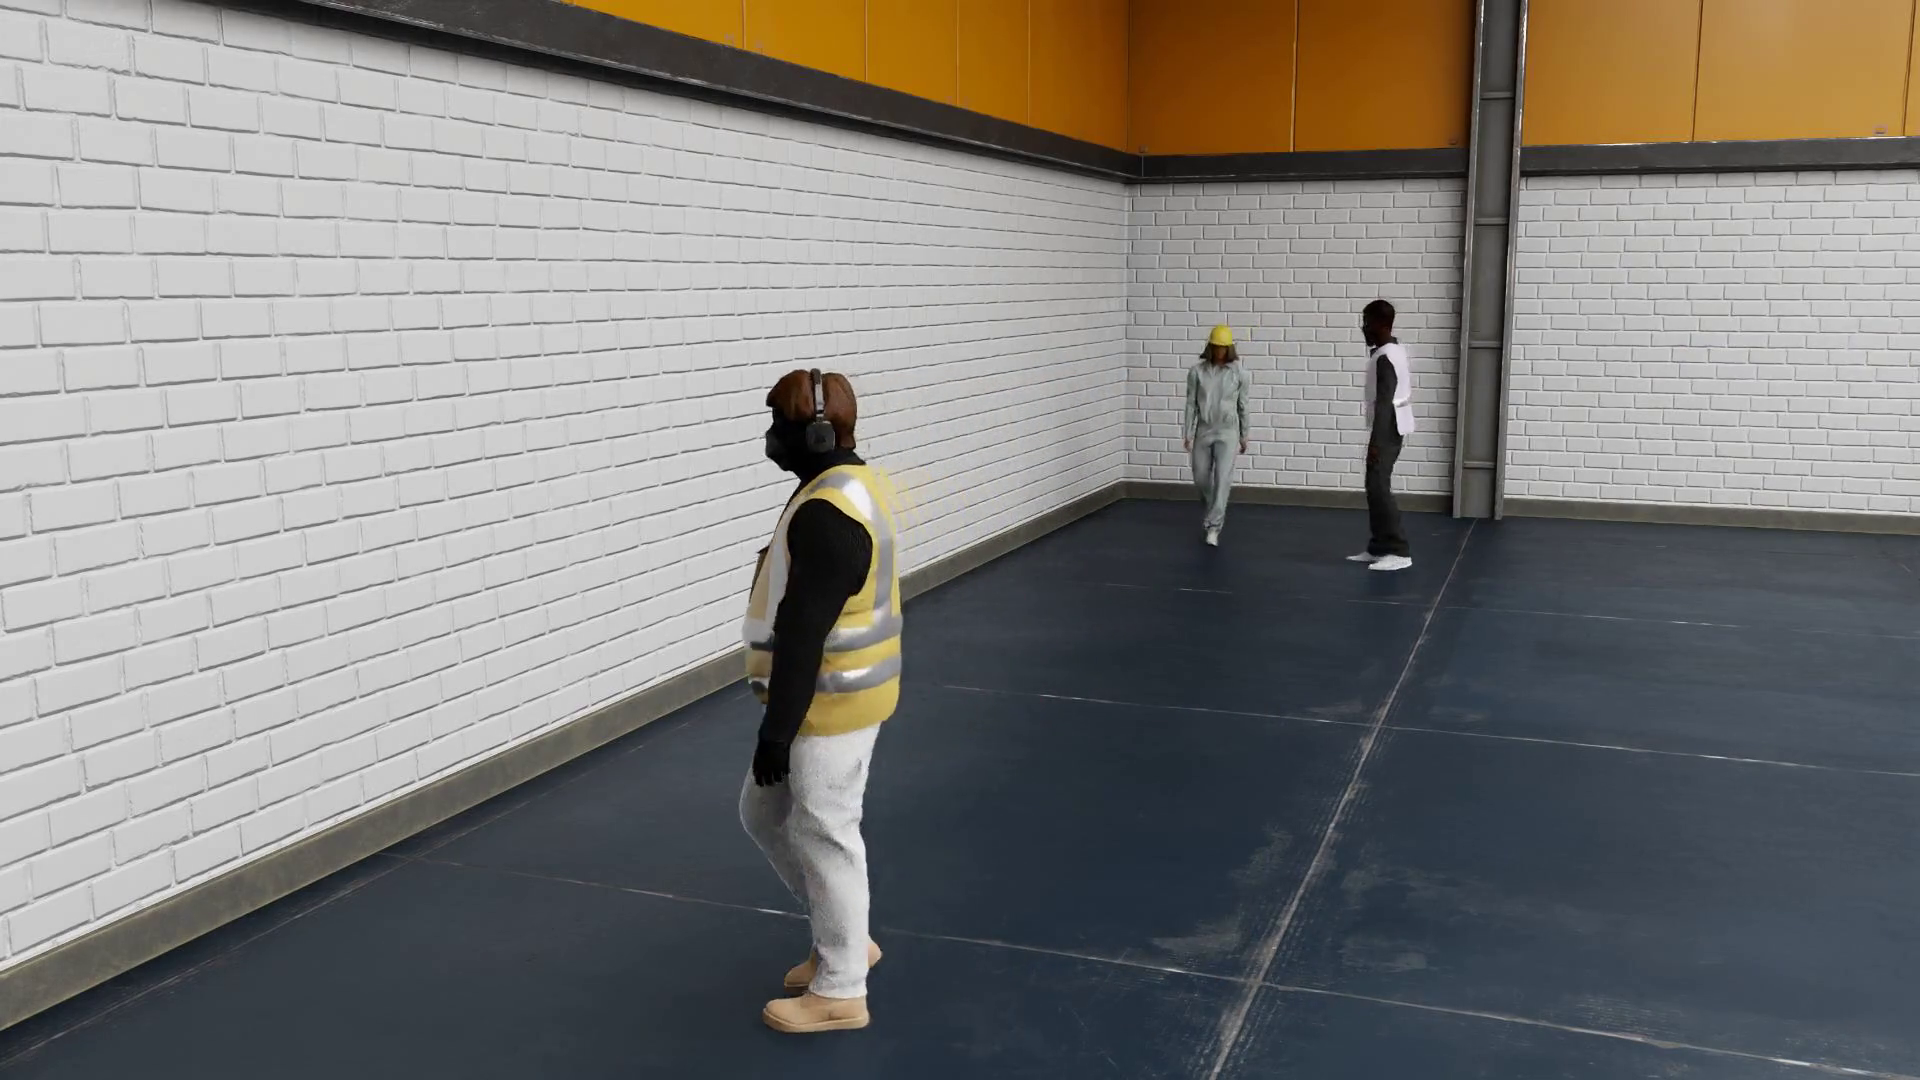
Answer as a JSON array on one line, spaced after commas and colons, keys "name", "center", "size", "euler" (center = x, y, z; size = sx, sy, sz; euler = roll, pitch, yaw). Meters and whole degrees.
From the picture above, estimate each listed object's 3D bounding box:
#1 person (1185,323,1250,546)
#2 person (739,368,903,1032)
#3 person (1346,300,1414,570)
[{"name": "person", "center": [2.006, -0.837, 12.941], "size": [0.489, 1.708, 0.745], "euler": [3, 10, 18]}, {"name": "person", "center": [-0.390, 0.451, 4.517], "size": [0.465, 1.826, 0.628], "euler": [-1, 9, -6]}, {"name": "person", "center": [3.009, -0.735, 11.791], "size": [0.445, 1.904, 0.658], "euler": [3, 9, 16]}]
